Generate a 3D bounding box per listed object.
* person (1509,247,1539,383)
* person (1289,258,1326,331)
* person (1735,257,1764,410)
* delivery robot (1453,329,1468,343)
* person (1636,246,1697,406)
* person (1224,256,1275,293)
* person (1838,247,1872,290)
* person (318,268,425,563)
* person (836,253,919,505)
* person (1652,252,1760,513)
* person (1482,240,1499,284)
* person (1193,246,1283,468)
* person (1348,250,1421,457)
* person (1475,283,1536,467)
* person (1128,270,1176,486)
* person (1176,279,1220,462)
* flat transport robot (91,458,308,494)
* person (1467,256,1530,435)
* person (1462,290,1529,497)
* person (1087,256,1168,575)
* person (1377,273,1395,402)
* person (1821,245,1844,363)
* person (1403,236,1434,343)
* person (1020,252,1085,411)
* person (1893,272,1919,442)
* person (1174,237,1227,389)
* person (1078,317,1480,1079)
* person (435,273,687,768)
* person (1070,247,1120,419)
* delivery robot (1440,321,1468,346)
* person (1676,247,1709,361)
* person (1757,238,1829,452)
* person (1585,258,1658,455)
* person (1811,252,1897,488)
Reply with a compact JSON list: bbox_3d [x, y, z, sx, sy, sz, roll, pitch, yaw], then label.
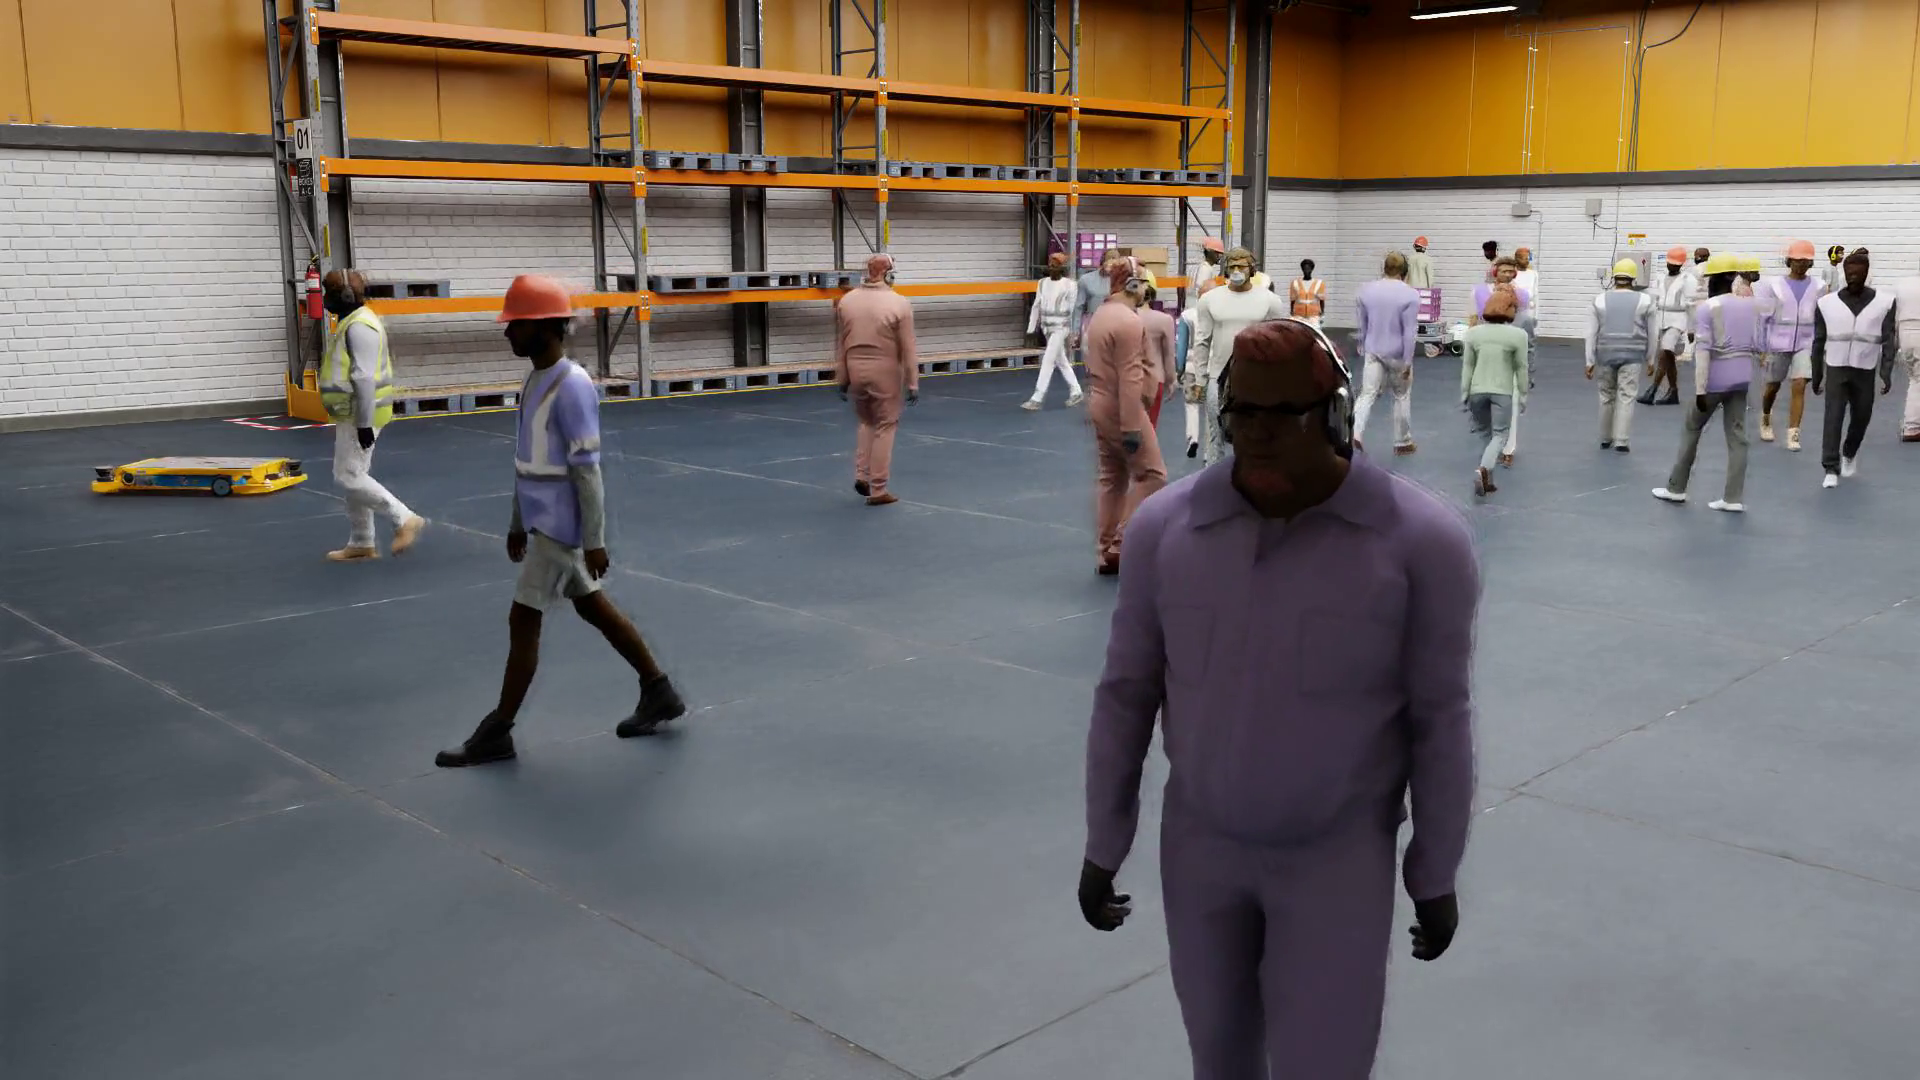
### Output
[{"bbox_3d":[7.701,-3.114,23.008,0.587,1.863,0.691,-4,11,-20],"label":"person"},{"bbox_3d":[5.222,-3.396,25.050,0.546,1.680,0.560,2,11,13],"label":"person"},{"bbox_3d":[9.140,-2.405,19.407,0.327,1.769,0.525,5,12,27],"label":"person"},{"bbox_3d":[8.615,-3.380,27.776,0.707,0.478,0.477,7,12,33],"label":"delivery robot"},{"bbox_3d":[8.290,-2.523,19.689,0.896,1.887,0.648,-5,11,-24],"label":"person"},{"bbox_3d":[3.552,-2.639,20.591,0.641,1.797,0.863,0,10,-1],"label":"person"},{"bbox_3d":[11.325,-2.764,21.081,0.521,1.873,0.335,-3,11,-17],"label":"person"},{"bbox_3d":[-3.670,-0.752,10.228,0.494,1.822,0.644,-5,11,-24],"label":"person"},{"bbox_3d":[-0.604,-1.209,12.553,0.675,1.887,0.494,6,12,28],"label":"person"},{"bbox_3d":[5.570,-1.175,12.349,0.584,1.887,0.863,-3,11,-16],"label":"person"},{"bbox_3d":[9.527,-4.372,29.685,0.513,1.928,0.690,4,11,20],"label":"person"},{"bbox_3d":[2.017,-1.158,12.134,0.635,1.939,0.361,2,11,12],"label":"person"},{"bbox_3d":[3.854,-1.680,15.102,0.629,1.900,0.988,9,14,42],"label":"person"},{"bbox_3d":[4.748,-1.438,14.583,0.513,1.599,0.764,7,13,34],"label":"person"},{"bbox_3d":[1.437,-1.248,13.130,0.535,1.751,0.364,2,11,12],"label":"person"},{"bbox_3d":[2.200,-1.505,14.859,0.541,1.628,0.362,2,11,11],"label":"person"},{"bbox_3d":[-6.024,-0.519,13.201,1.431,0.197,0.652,1,10,3],"label":"flat transport robot"},{"bbox_3d":[5.257,-1.873,16.351,0.601,1.822,0.526,2,11,8],"label":"person"},{"bbox_3d":[4.096,-1.119,12.830,0.509,1.608,0.698,8,13,36],"label":"person"},{"bbox_3d":[0.995,-0.715,9.823,0.459,1.893,0.681,-2,11,-13],"label":"person"},{"bbox_3d":[5.261,-2.486,20.342,0.510,1.591,0.865,2,11,10],"label":"person"},{"bbox_3d":[13.798,-3.728,26.377,0.333,1.866,0.514,7,12,33],"label":"person"},{"bbox_3d":[8.681,-4.733,31.481,0.612,1.995,0.382,10,14,42],"label":"person"},{"bbox_3d":[1.134,-2.438,19.440,1.036,1.830,0.583,-8,13,-37],"label":"person"},{"bbox_3d":[9.533,-1.901,16.330,0.633,1.884,0.684,-4,11,-21],"label":"person"},{"bbox_3d":[3.288,-2.960,21.836,1.035,1.982,0.629,0,10,2],"label":"person"},{"bbox_3d":[0.540,0.555,2.950,0.666,1.880,0.518,6,12,30],"label":"person"},{"bbox_3d":[-1.546,-0.091,6.494,1.014,1.896,0.557,-5,12,-26],"label":"person"},{"bbox_3d":[1.614,-2.311,18.569,0.676,1.893,0.875,4,11,20],"label":"person"},{"bbox_3d":[8.557,-3.504,28.452,0.707,0.478,0.477,-5,12,-27],"label":"delivery robot"},{"bbox_3d":[11.877,-3.794,26.804,0.636,1.837,0.477,-6,12,-30],"label":"person"},{"bbox_3d":[7.945,-1.885,15.947,0.610,2.009,1.016,2,11,13],"label":"person"},{"bbox_3d":[6.168,-1.706,15.508,0.607,1.830,0.492,6,12,29],"label":"person"},{"bbox_3d":[7.261,-1.392,13.560,0.594,1.890,0.836,5,11,25],"label":"person"}]
